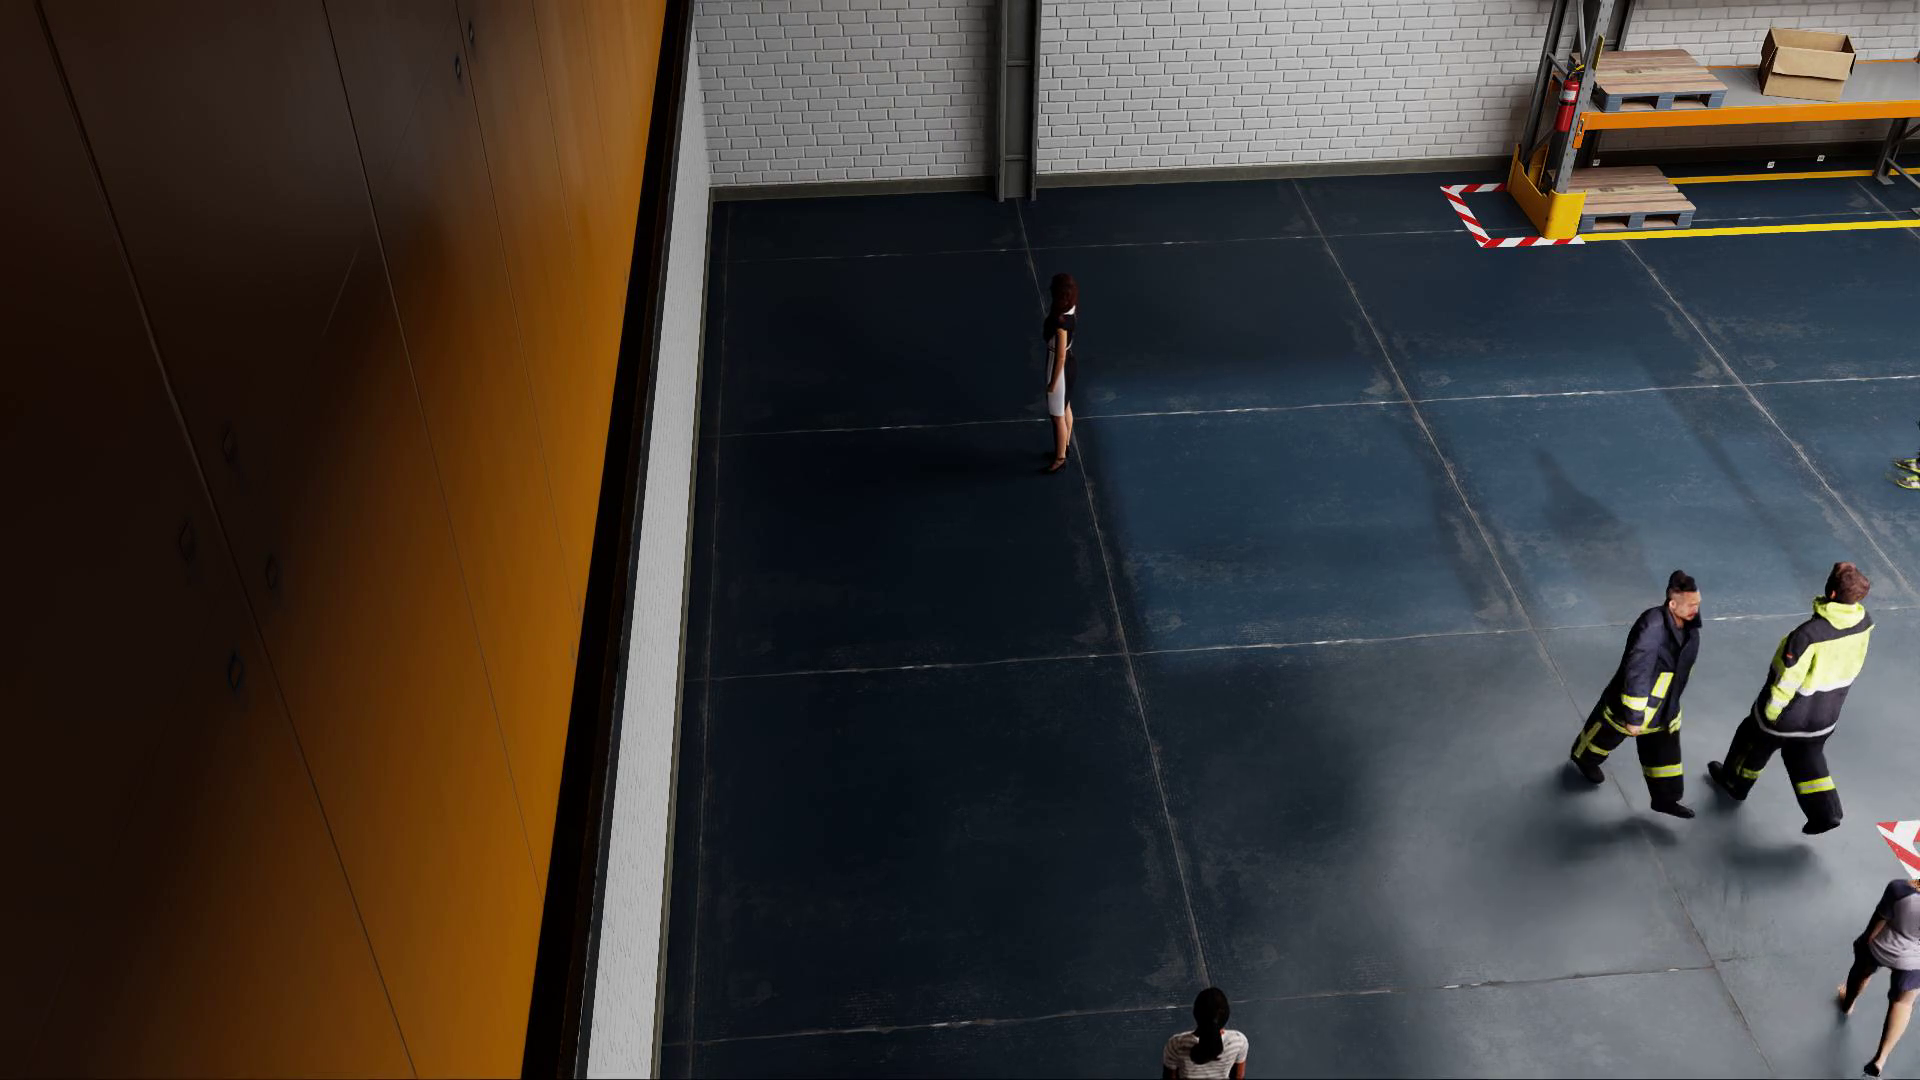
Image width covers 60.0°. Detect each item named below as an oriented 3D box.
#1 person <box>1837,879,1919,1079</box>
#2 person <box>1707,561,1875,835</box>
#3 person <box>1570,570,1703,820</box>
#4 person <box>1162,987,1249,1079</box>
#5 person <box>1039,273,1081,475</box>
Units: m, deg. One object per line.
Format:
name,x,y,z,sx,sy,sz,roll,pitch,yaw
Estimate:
person,5.068,2.238,8.935,0.956,1.542,0.926,18,42,21
person,5.200,1.010,10.143,1.160,1.954,1.036,-14,41,-17
person,4.237,0.877,10.410,1.174,1.829,1.109,-19,42,-22
person,1.172,2.758,8.202,0.456,1.646,0.624,-4,39,-5
person,0.800,-1.318,13.185,0.602,1.796,0.639,10,40,12
